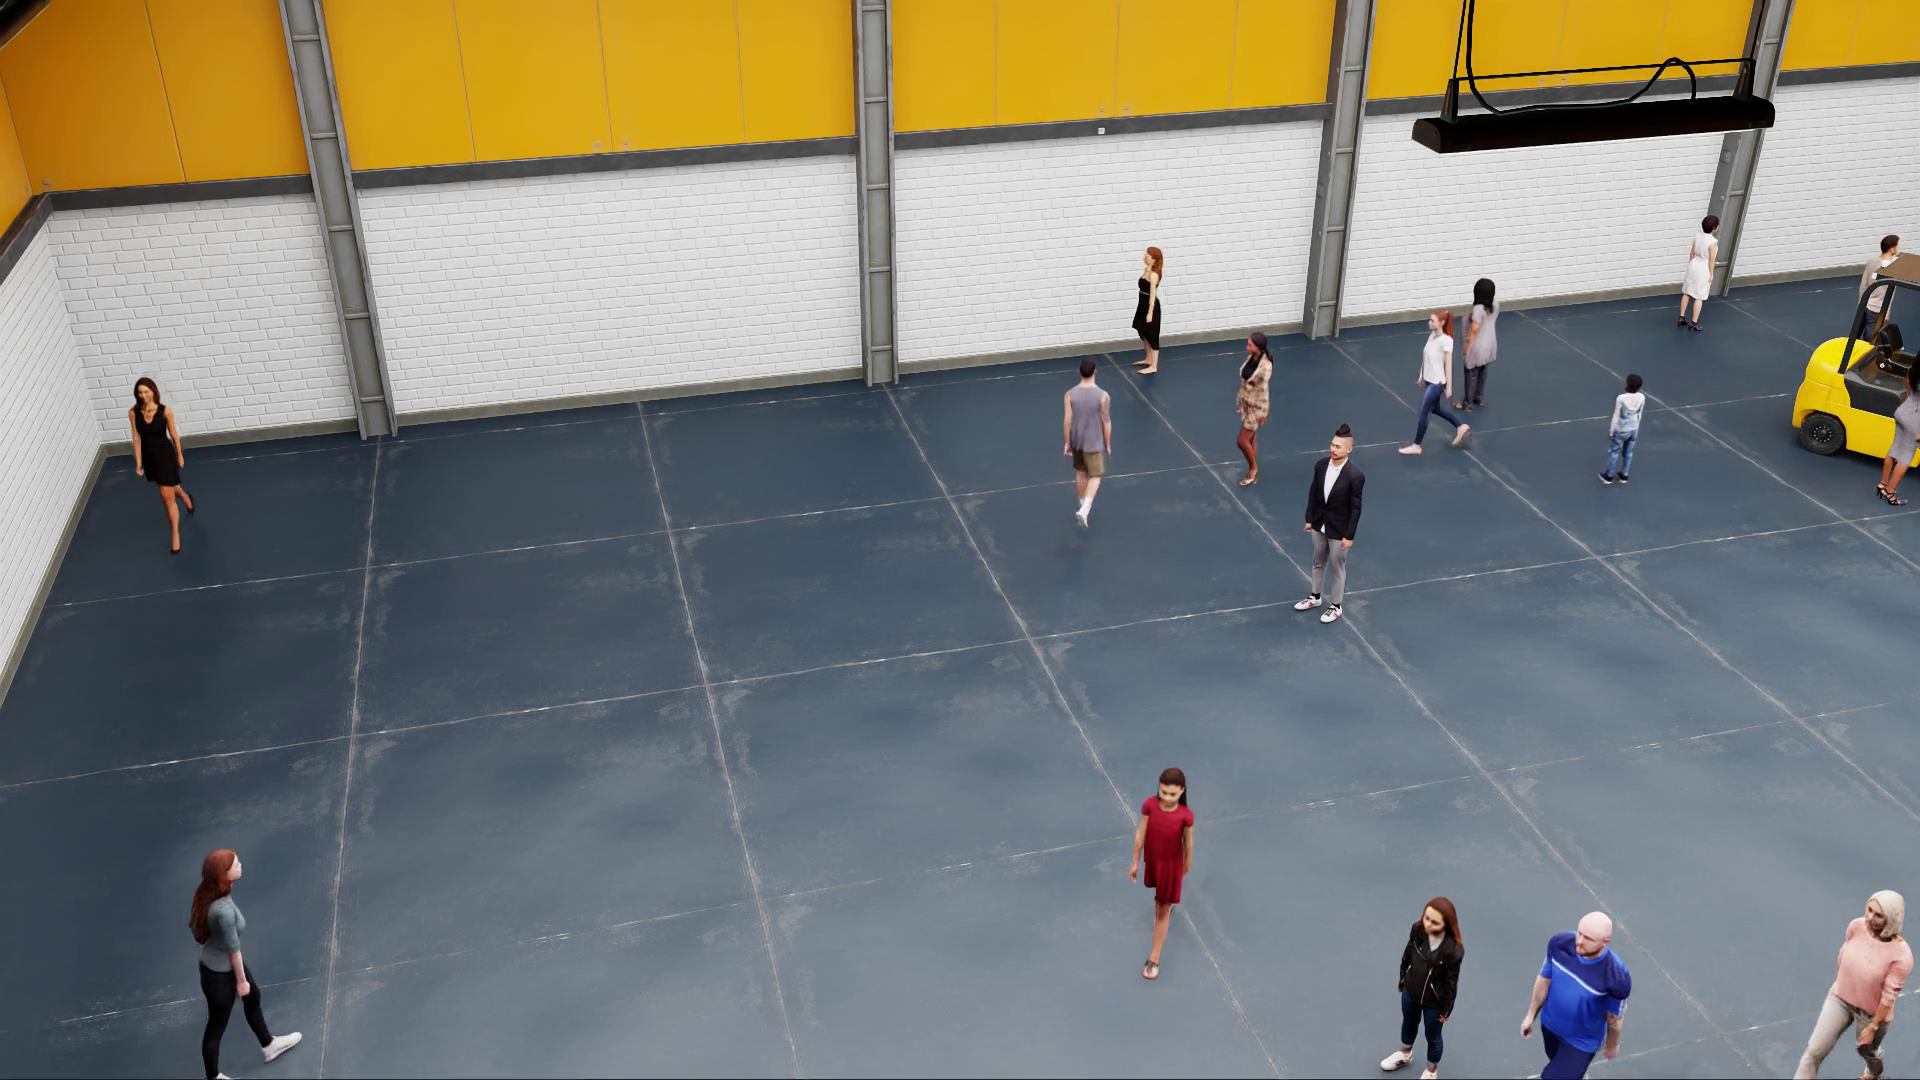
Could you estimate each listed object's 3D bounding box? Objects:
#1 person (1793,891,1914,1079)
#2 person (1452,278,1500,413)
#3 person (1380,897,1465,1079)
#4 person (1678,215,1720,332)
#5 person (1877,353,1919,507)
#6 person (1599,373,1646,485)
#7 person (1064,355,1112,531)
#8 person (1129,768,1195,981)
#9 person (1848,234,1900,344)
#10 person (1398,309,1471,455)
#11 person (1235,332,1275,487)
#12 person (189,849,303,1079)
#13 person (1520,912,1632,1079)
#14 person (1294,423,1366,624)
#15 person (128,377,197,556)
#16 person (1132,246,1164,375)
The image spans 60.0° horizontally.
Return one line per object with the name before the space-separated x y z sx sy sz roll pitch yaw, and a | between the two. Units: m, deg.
person | 5.574 2.840 10.175 1.177 1.683 0.779 -15 32 -25
person | 6.156 -2.329 19.727 0.733 1.610 0.811 -24 36 -36
person | 2.937 2.816 10.430 0.615 1.481 0.620 -21 35 -34
person | 9.792 -3.542 22.008 0.555 1.556 0.585 -12 31 -20
person | 10.019 -1.232 17.543 0.638 1.775 0.660 -2 29 -4
person | 7.214 -1.213 18.047 0.465 1.259 0.561 -3 29 -5
person | 1.266 -0.957 16.787 1.065 1.831 1.043 8 30 15
person | 1.426 2.182 11.561 1.034 1.512 1.045 13 31 22
person | 11.187 -2.850 20.413 0.570 1.868 0.653 -6 29 -11
person | 5.404 -1.747 18.562 1.106 1.704 0.675 -3 29 -6
person | 3.216 -1.394 17.834 0.623 1.781 0.615 -10 30 -18
person | -4.636 2.722 10.365 0.914 1.707 0.722 -14 32 -24
person | 3.712 2.893 9.959 1.231 1.796 0.878 -17 33 -28
person | 3.461 -0.171 15.416 0.759 1.950 0.795 -22 35 -34
person | -8.011 -0.799 16.730 1.113 1.794 0.755 -3 29 -5
person | 2.371 -2.880 20.723 0.587 1.624 0.609 -3 29 -5
